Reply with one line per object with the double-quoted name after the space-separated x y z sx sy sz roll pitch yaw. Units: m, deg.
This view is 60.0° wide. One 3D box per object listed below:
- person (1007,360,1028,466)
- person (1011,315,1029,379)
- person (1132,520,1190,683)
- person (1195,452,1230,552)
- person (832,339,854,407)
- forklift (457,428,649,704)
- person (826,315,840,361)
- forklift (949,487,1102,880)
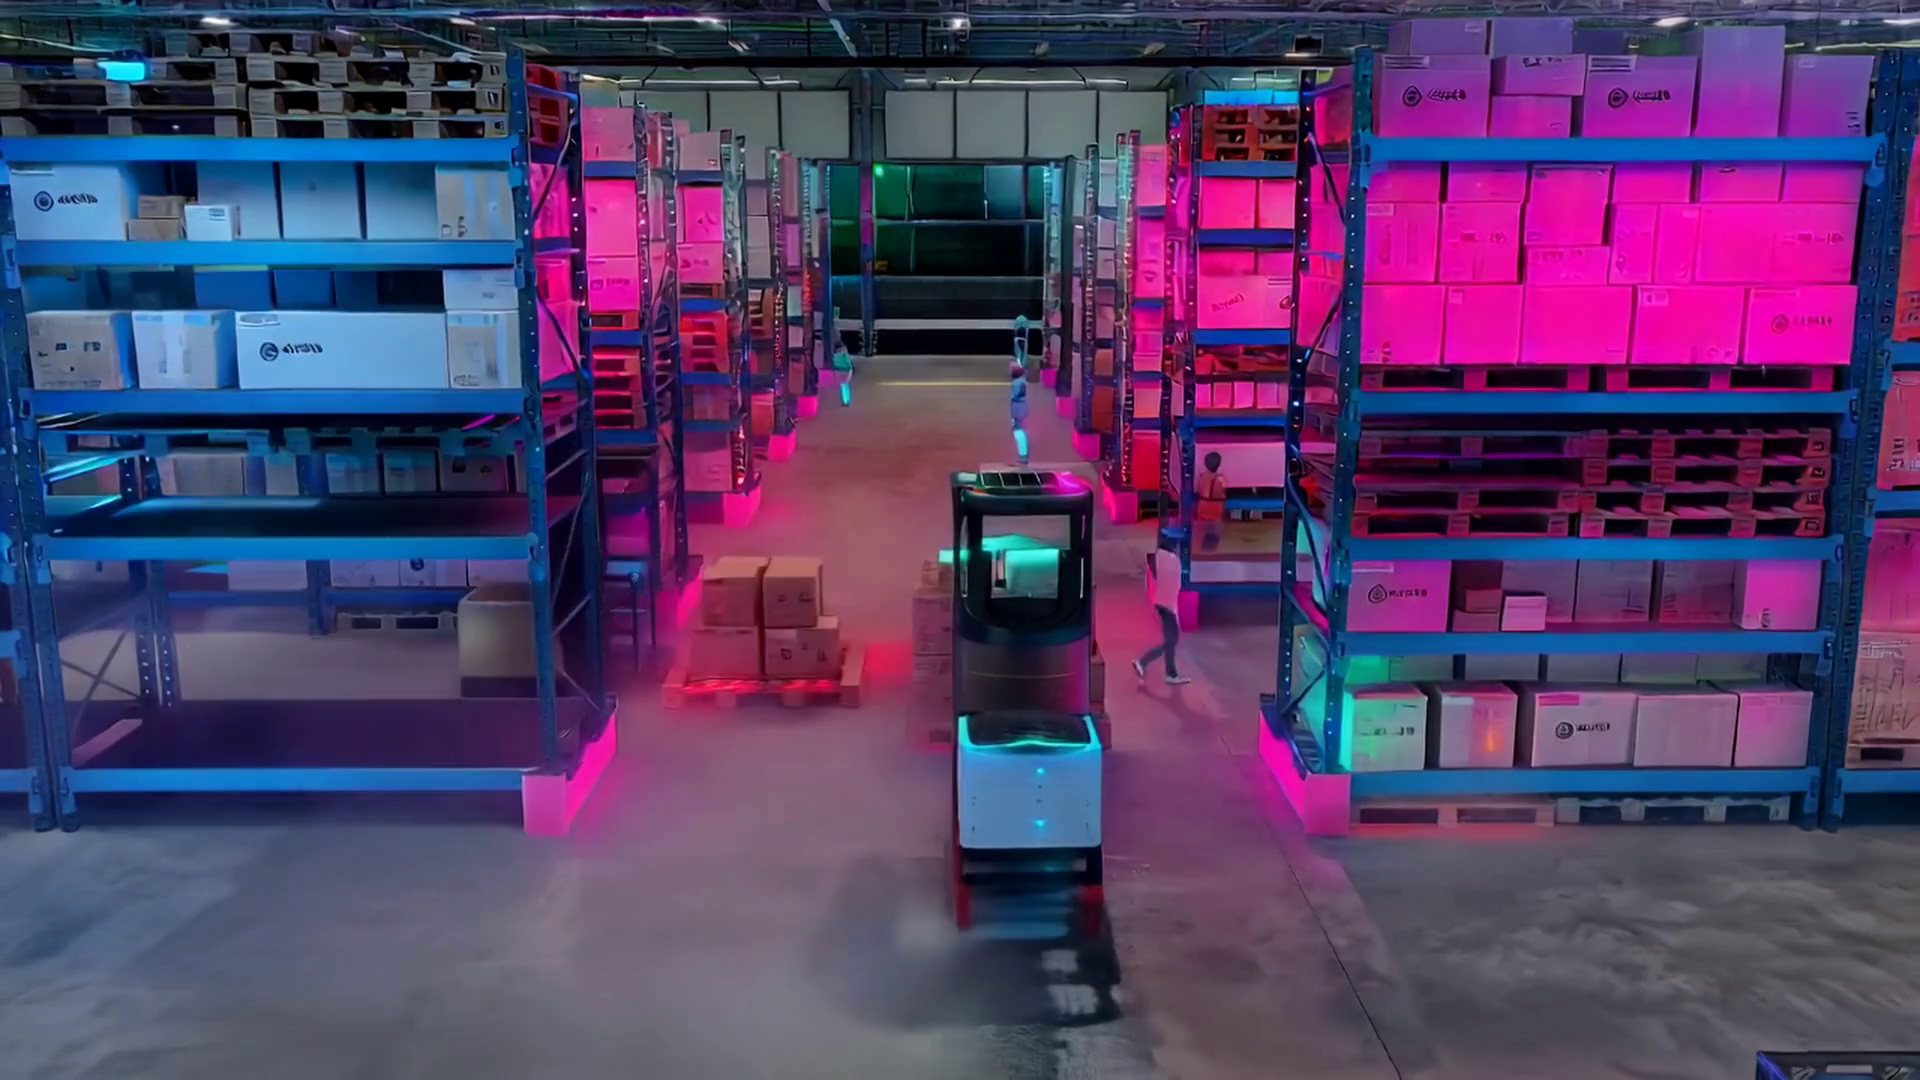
1.086 -2.429 31.863 0.417 2.034 0.604 4 12 19 "person"
1.761 -5.553 47.819 0.389 1.838 0.563 -9 15 -39 "person"
2.111 0.660 17.217 0.558 1.753 0.538 -1 11 -6 "person"
3.347 -0.361 22.501 0.786 1.668 0.531 -6 13 -29 "person"
-2.938 -4.142 41.237 0.560 1.661 0.638 -7 13 -31 "person"
-4.060 0.181 16.804 1.873 2.768 1.129 0 11 -1 "forklift"
-3.913 -5.845 49.134 0.658 1.884 0.697 -8 14 -34 "person"
0.495 0.986 12.813 1.129 2.768 1.873 0 11 -2 "forklift"
